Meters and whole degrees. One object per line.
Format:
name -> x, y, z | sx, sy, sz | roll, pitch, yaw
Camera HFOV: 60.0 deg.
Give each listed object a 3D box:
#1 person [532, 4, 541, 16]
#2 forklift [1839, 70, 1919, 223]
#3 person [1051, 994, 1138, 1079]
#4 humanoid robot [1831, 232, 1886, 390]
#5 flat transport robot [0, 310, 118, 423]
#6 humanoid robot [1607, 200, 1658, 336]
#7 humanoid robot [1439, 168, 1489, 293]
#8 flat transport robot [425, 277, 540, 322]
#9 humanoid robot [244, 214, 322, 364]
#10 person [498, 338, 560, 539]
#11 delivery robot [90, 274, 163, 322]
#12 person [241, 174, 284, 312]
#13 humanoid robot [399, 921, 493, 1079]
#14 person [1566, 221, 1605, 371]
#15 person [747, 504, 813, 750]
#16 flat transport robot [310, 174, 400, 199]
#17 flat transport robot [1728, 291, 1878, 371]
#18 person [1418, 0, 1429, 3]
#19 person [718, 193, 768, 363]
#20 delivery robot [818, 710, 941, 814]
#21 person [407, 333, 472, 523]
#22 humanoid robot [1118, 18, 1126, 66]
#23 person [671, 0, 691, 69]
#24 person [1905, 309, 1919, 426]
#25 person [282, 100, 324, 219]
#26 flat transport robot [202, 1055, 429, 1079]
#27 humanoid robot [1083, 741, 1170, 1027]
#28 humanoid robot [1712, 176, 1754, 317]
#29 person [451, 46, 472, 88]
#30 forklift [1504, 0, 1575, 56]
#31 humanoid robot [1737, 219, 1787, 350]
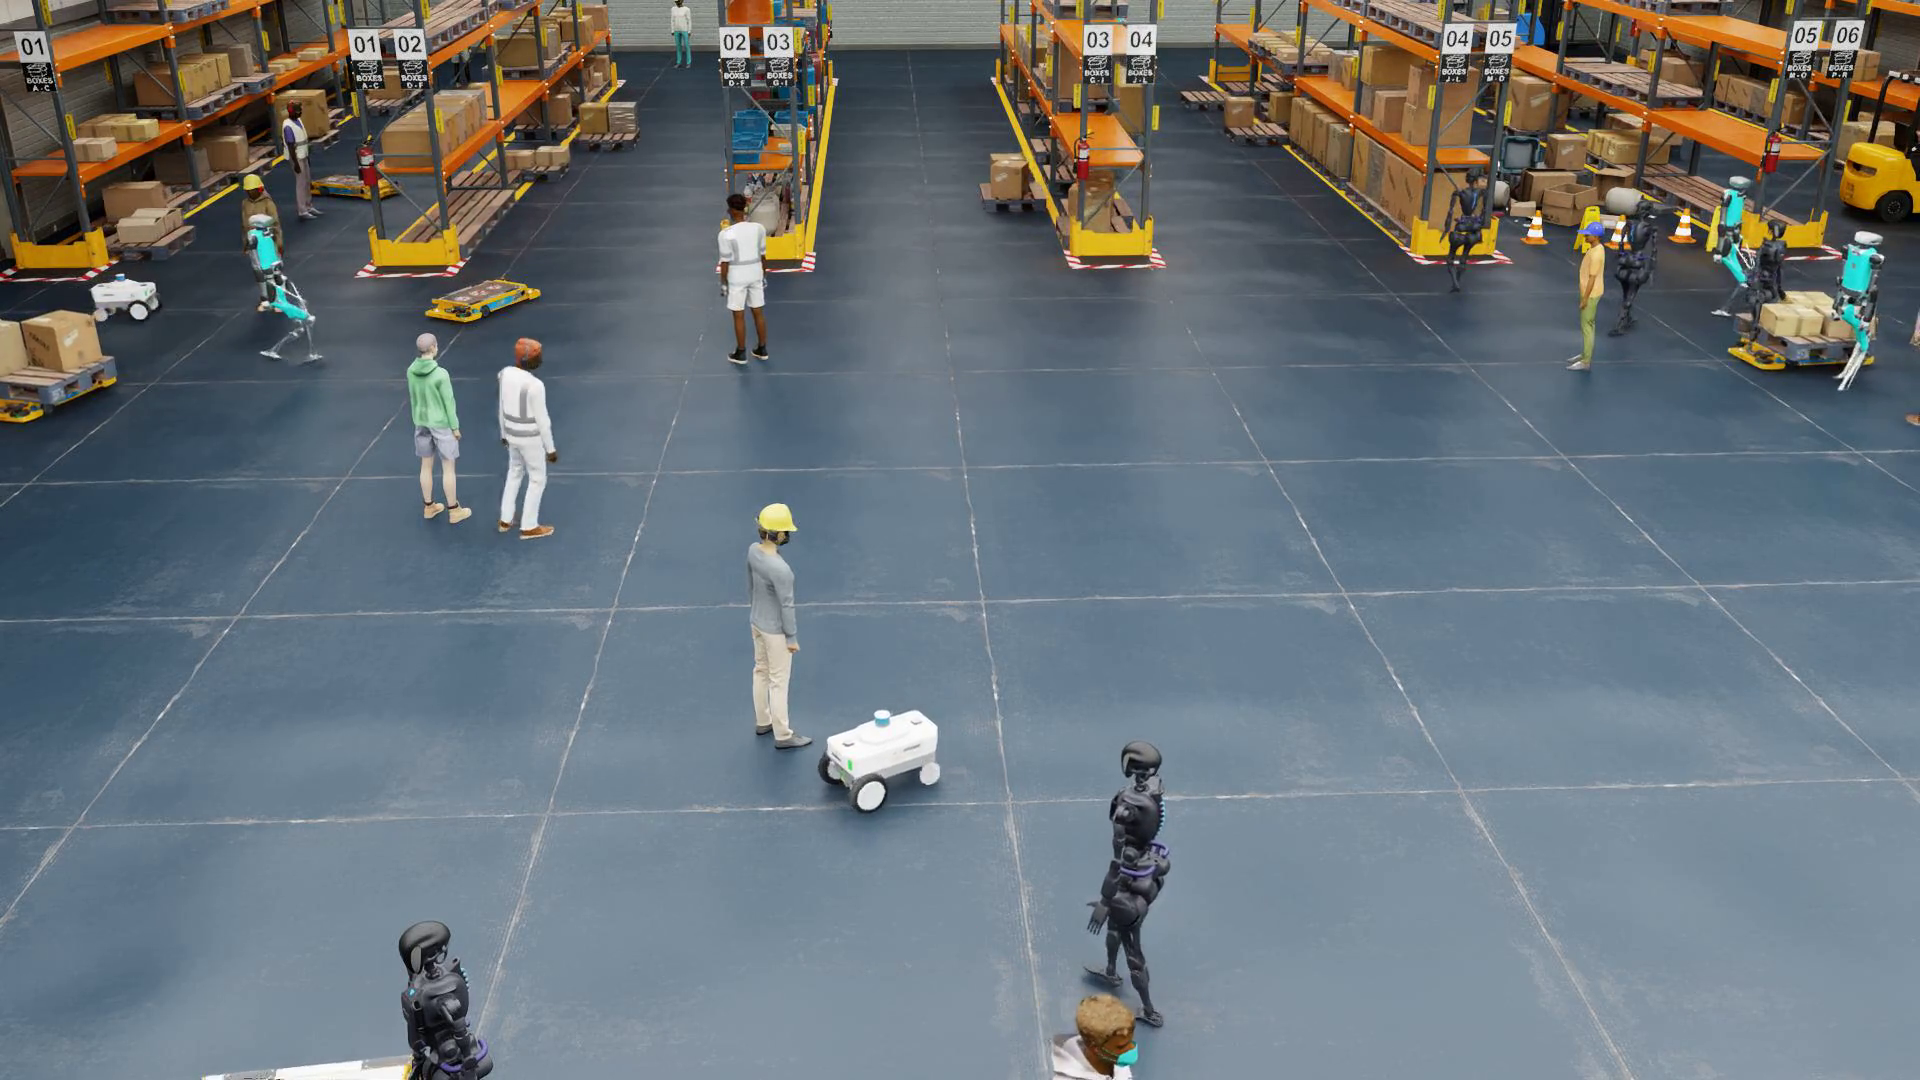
person -> -10.489, -12.639, 40.911 | 0.379, 1.864, 0.518 | 9, 25, 19
forklift -> 15.132, -6.143, 25.915 | 2.313, 2.155, 1.214 | -1, 24, -2
person -> 0.543, 2.603, 6.619 | 0.442, 1.909, 0.522 | 18, 29, 34
humanoid robot -> 9.973, -2.523, 18.343 | 0.787, 1.787, 0.549 | -8, 25, -17
flat transport robot -> -9.950, -1.601, 18.070 | 0.659, 0.231, 1.431 | 6, 25, 13
humanoid robot -> 8.248, -3.323, 20.238 | 0.727, 1.627, 0.585 | -13, 27, -28
humanoid robot -> 6.642, -4.063, 21.903 | 0.587, 1.656, 0.468 | -5, 25, -12
flat transport robot -> -6.139, -3.096, 21.429 | 0.659, 0.231, 1.431 | 12, 27, 25
humanoid robot -> -7.716, -2.857, 19.093 | 1.001, 1.753, 0.540 | 2, 24, 4
person -> -3.823, -0.889, 14.525 | 0.731, 1.851, 0.353 | 18, 30, 34
delivery robot -> -10.523, -3.055, 20.987 | 0.791, 0.595, 0.499 | -2, 24, -4
person -> -8.841, -3.779, 21.134 | 0.542, 1.757, 0.414 | 5, 24, 11
humanoid robot -> -2.256, 2.383, 7.370 | 0.315, 1.657, 0.599 | -19, 30, -36
person -> 7.130, -2.789, 18.970 | 0.382, 1.712, 0.445 | 8, 25, 17
person -> -1.252, 0.580, 11.338 | 0.335, 1.759, 0.524 | -15, 28, -30
flat transport robot -> -10.096, -5.862, 27.643 | 1.431, 0.231, 0.659 | 9, 26, 20
flat transport robot -> 9.815, -2.203, 19.422 | 1.431, 0.231, 0.659 | -4, 24, -9
person -> 11.709, -13.056, 41.929 | 0.389, 1.796, 0.592 | -11, 26, -22
person -> -2.495, -3.015, 19.178 | 0.610, 1.958, 0.376 | -16, 29, -32
delivery robot -> -0.527, 1.420, 10.953 | 0.811, 0.613, 0.499 | -15, 28, -30
person -> -4.714, -1.000, 14.922 | 0.471, 1.735, 0.324 | 9, 26, 20
humanoid robot -> 3.816, -11.982, 39.624 | 0.537, 1.794, 0.815 | -15, 28, -30
person -> -6.787, -12.382, 40.454 | 0.534, 1.767, 0.314 | 8, 25, 17
person -> 10.252, -2.105, 17.218 | 0.679, 1.897, 0.571 | 4, 24, 9
person -> -10.261, -5.901, 25.815 | 0.413, 1.830, 0.572 | -2, 24, -4
flat transport robot -> -3.254, 2.858, 8.050 | 1.431, 0.231, 0.659 | -4, 24, -8
humanoid robot -> 0.860, 1.784, 8.739 | 0.560, 1.648, 0.602 | 14, 27, 28
humanoid robot -> 9.764, -3.618, 20.778 | 0.534, 1.791, 0.668 | -21, 31, -38
person -> -11.317, -11.089, 37.631 | 0.532, 1.697, 0.319 | 1, 24, 2
forklift -> 14.700, -13.805, 42.301 | 1.873, 2.768, 1.129 | -1, 24, -2
humanoid robot -> 9.387, -2.931, 19.379 | 0.601, 1.640, 0.534 | -15, 28, -30
